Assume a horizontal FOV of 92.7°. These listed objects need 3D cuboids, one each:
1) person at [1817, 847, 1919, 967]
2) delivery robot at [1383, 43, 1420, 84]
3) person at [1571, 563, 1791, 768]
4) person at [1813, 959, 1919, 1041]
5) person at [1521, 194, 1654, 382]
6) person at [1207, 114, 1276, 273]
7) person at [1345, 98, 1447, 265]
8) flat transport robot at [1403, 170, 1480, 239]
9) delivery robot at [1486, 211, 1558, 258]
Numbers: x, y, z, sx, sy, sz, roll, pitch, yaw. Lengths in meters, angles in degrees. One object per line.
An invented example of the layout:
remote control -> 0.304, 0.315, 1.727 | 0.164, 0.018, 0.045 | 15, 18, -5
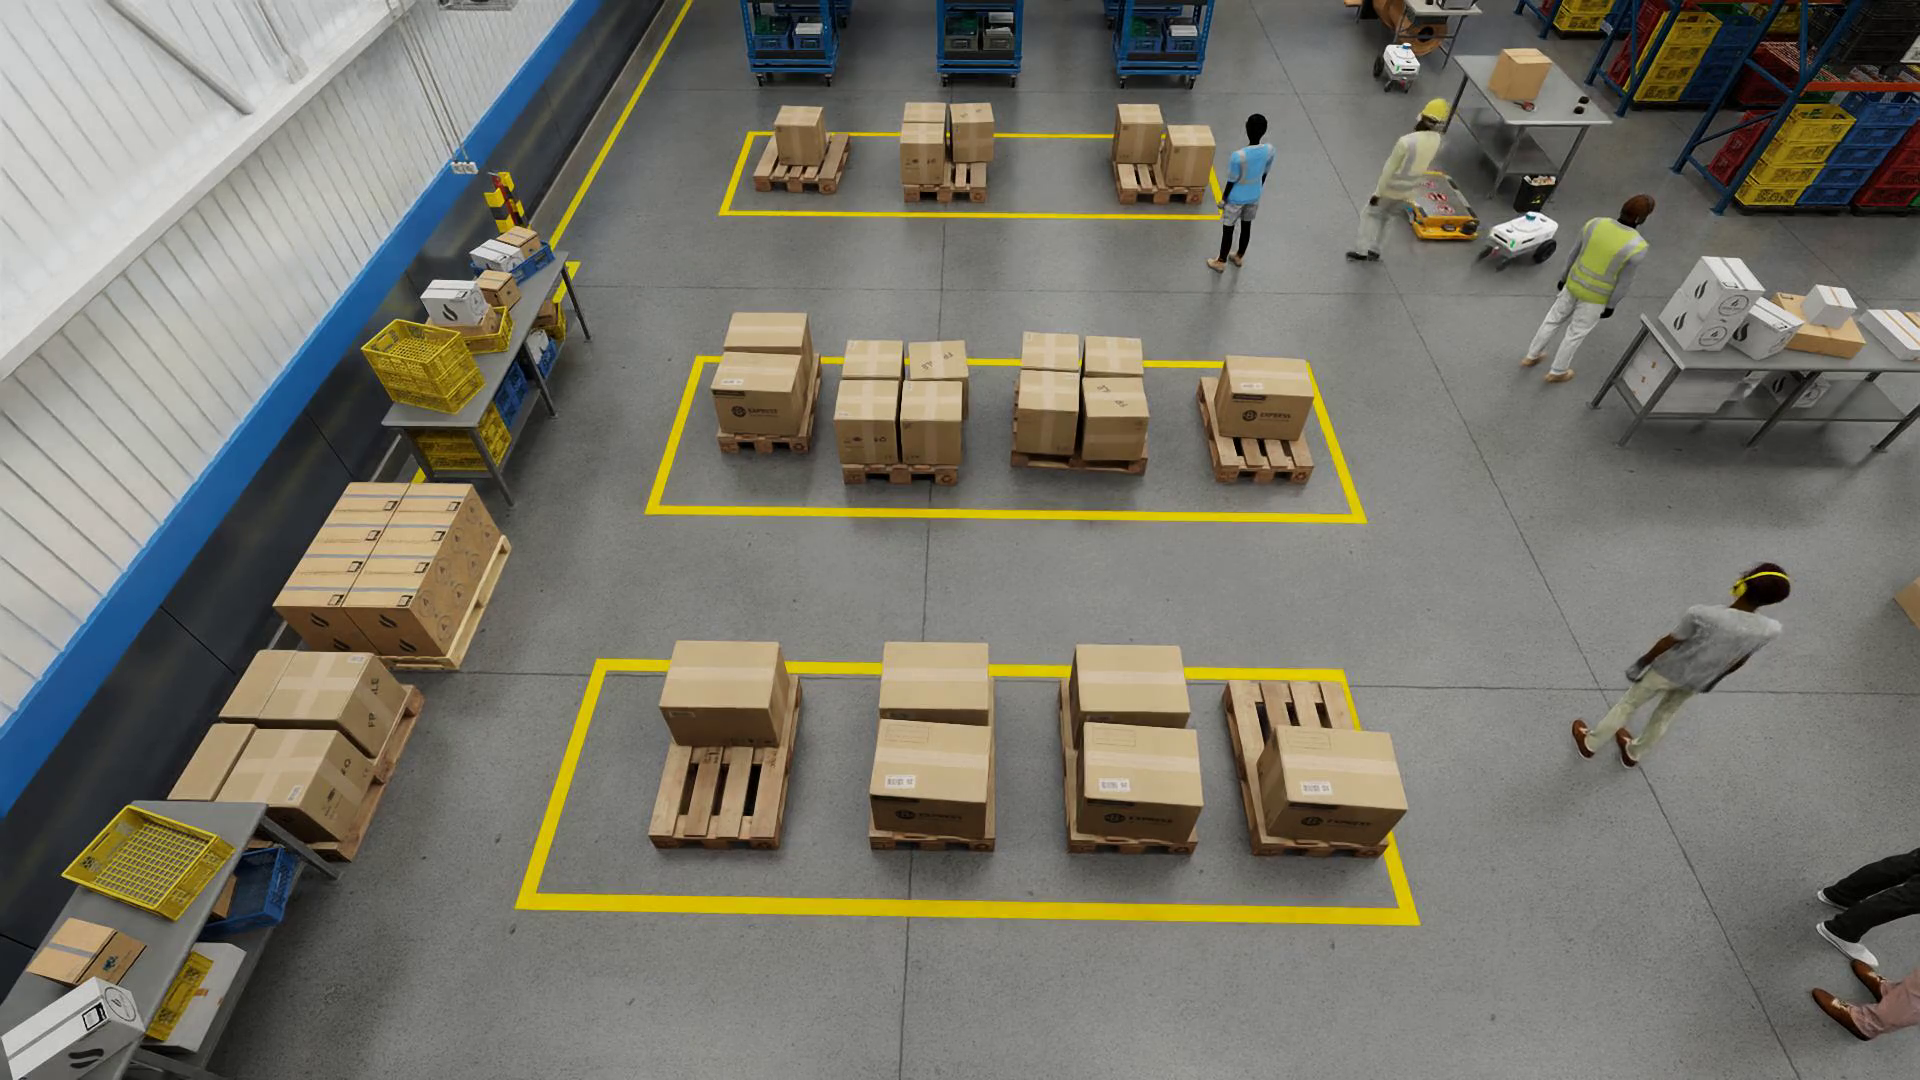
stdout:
person -> 5.423, 1.725, 4.940 | 0.392, 1.919, 0.592 | 29, 55, 23
delivery robot -> 6.383, -6.916, 13.256 | 0.477, 0.478, 0.707 | 2, 49, 2
person -> 4.529, 0.826, 5.762 | 0.511, 1.856, 0.362 | 13, 50, 11
person -> 5.215, 2.078, 4.643 | 0.652, 1.906, 0.402 | -19, 52, -16
person -> 5.833, -2.314, 8.487 | 0.430, 1.844, 0.619 | -19, 52, -15
person -> 2.994, -3.656, 9.745 | 0.531, 1.692, 0.320 | -18, 51, -15
person -> 4.660, -3.773, 9.777 | 0.615, 1.798, 0.443 | -17, 51, -14
flat transport robot -> 5.692, -4.094, 11.059 | 0.652, 0.197, 1.431 | 1, 49, 1
delivery robot -> 6.278, -3.422, 10.231 | 0.707, 0.478, 0.477 | -20, 52, -17
